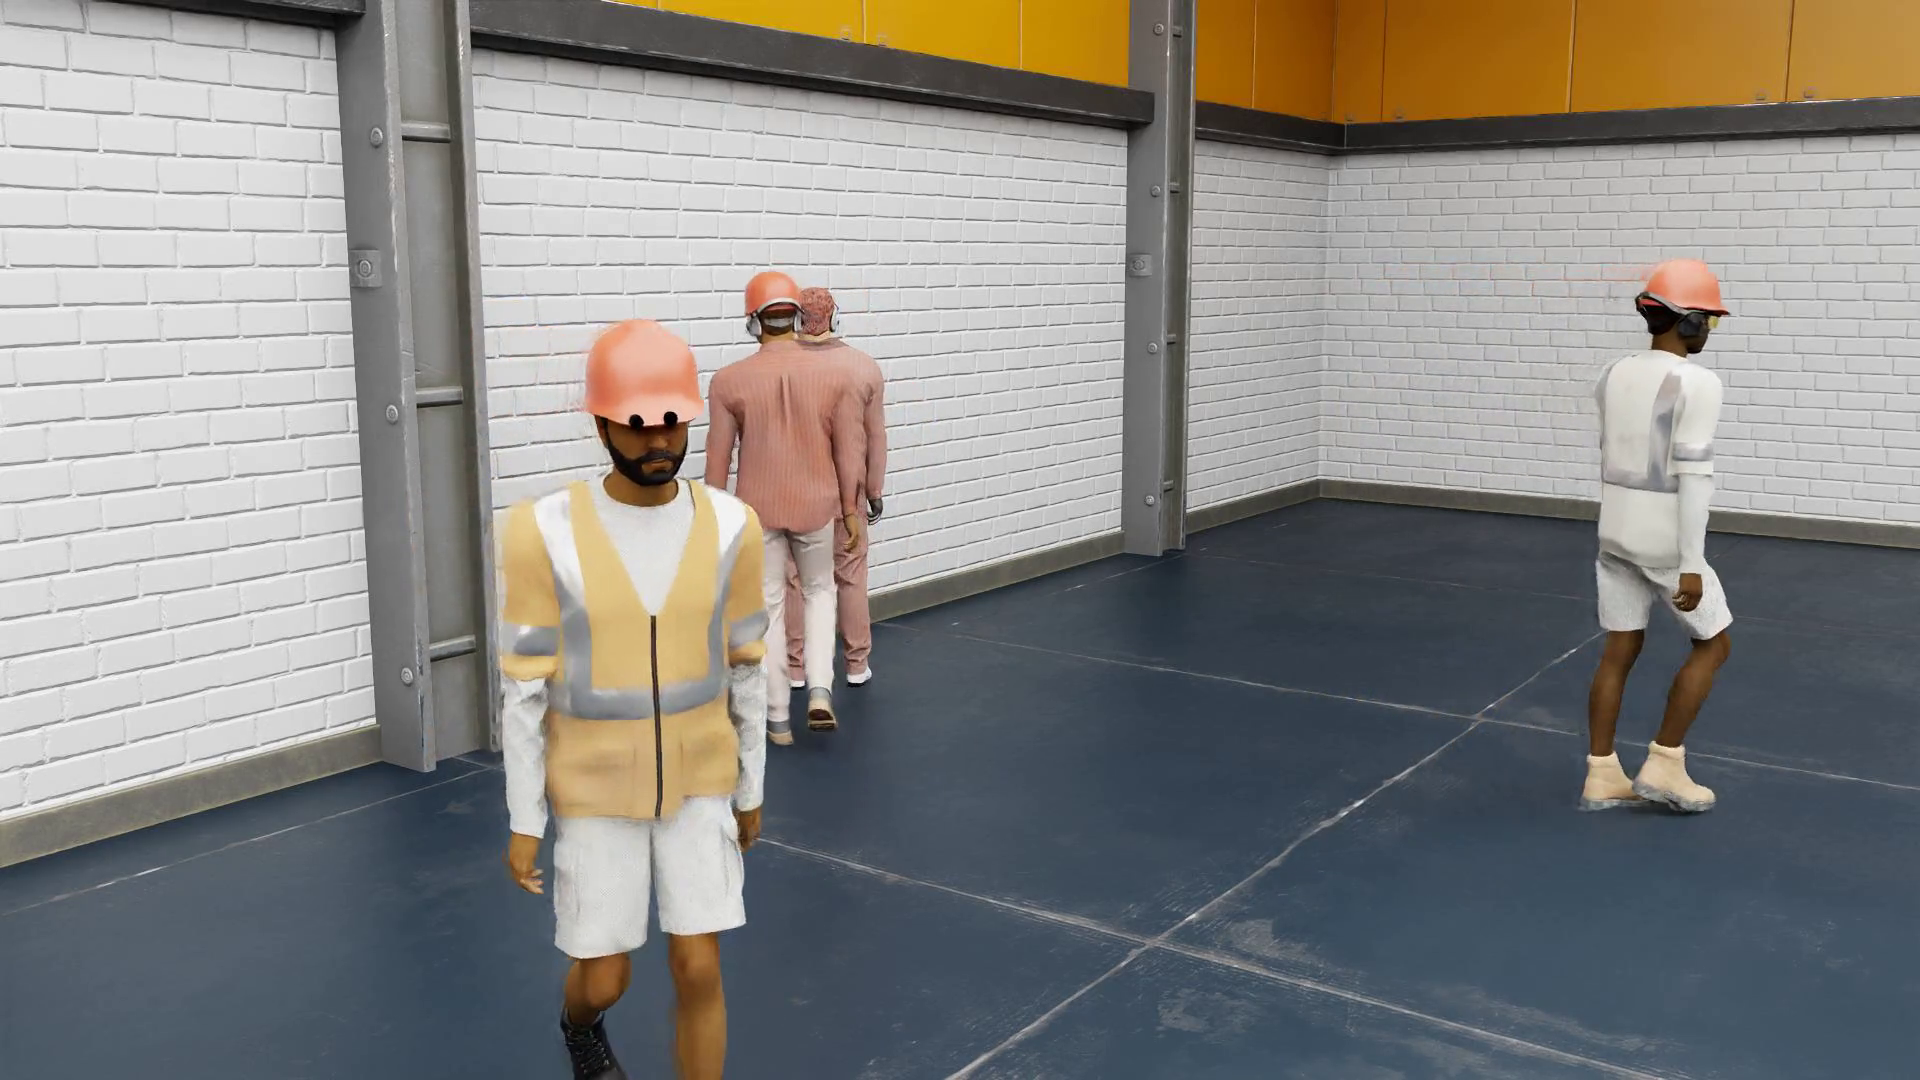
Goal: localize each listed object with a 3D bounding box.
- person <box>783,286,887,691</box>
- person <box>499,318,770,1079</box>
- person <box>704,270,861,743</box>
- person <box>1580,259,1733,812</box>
[{"bbox_3d":[-0.665,-0.236,7.852,0.642,1.906,0.410,-2,10,-10],"label":"person"},{"bbox_3d":[-0.682,0.490,3.504,0.582,1.918,0.669,-4,10,-24],"label":"person"},{"bbox_3d":[-0.743,-0.122,6.924,0.648,1.981,0.414,-3,10,-15],"label":"person"},{"bbox_3d":[2.572,0.002,6.066,0.613,2.020,0.630,-3,10,-16],"label":"person"}]
